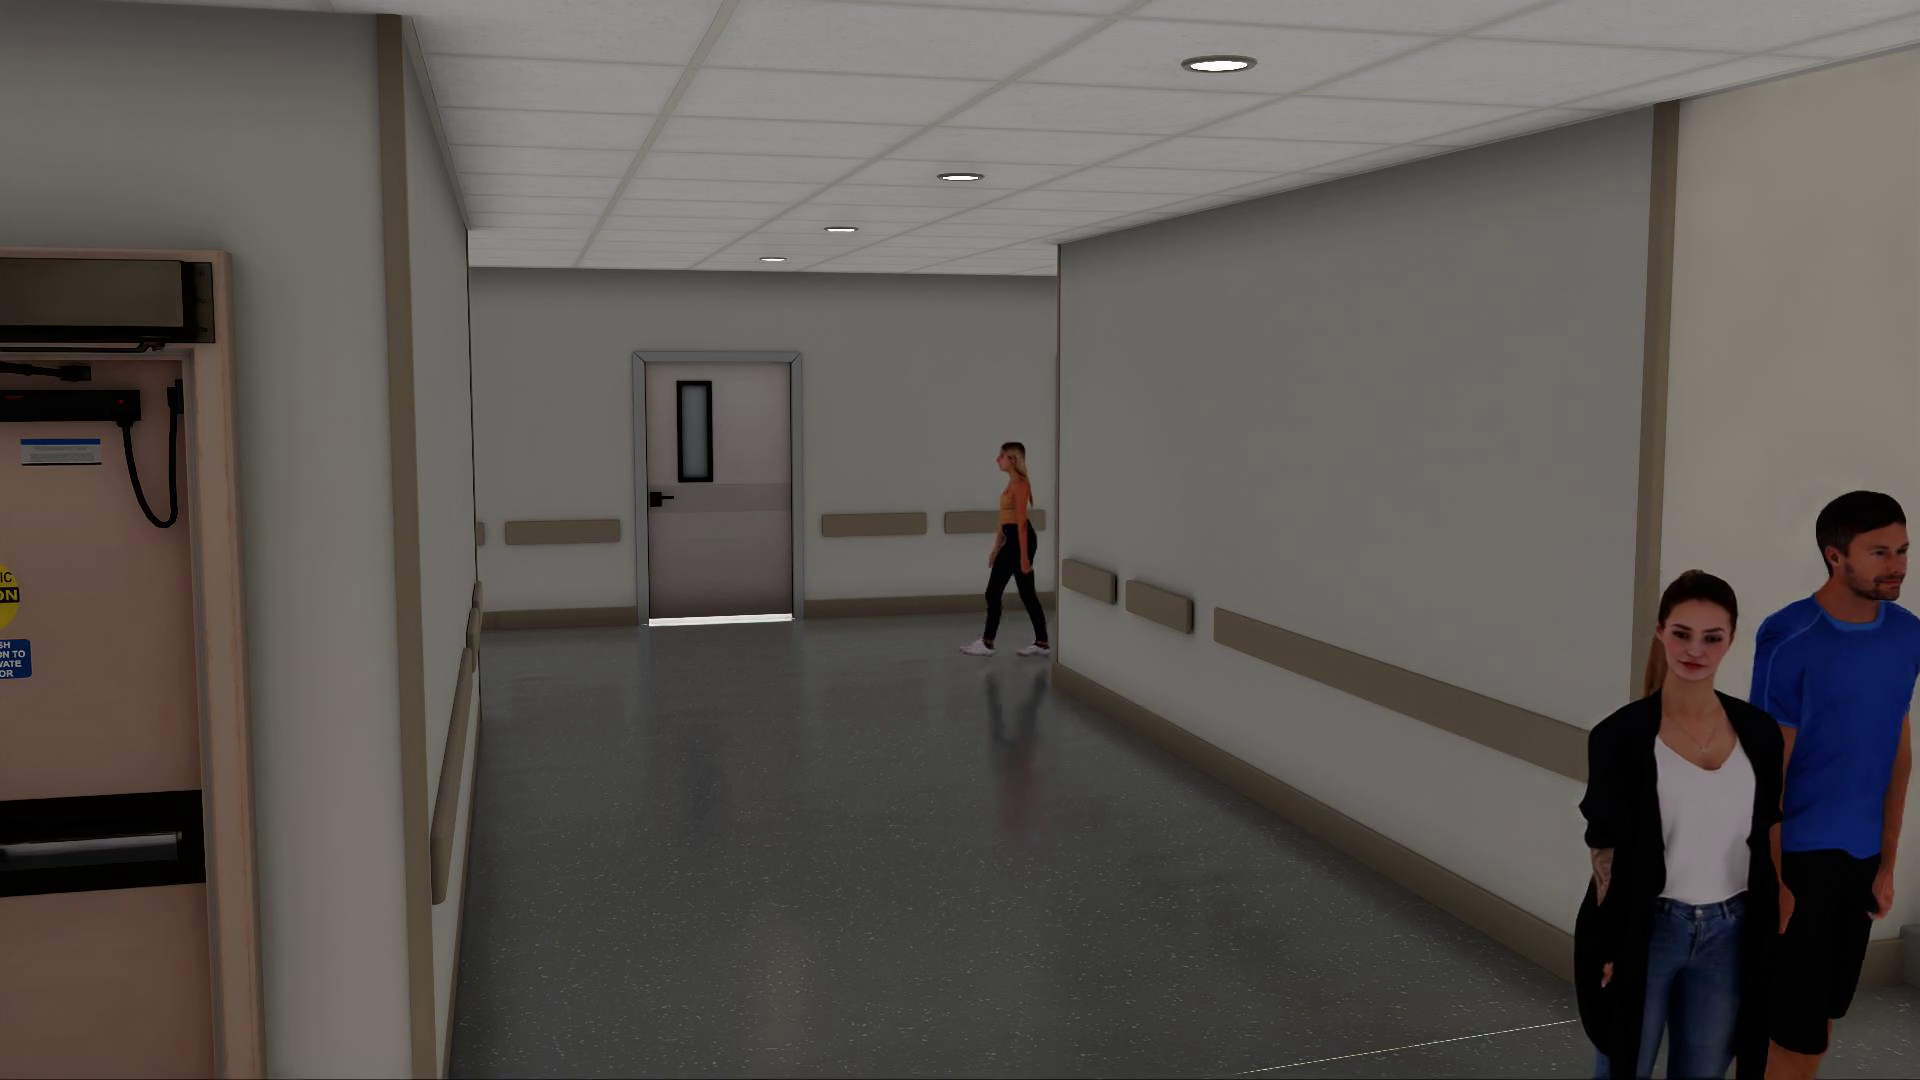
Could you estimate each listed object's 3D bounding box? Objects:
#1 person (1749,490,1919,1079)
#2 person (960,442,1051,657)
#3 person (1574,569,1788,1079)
[{"bbox_3d":[2.139,0.786,4.222,0.628,1.847,0.674,-2,6,-20],"label":"person"},{"bbox_3d":[0.515,0.090,12.362,0.962,1.602,0.726,0,6,2],"label":"person"},{"bbox_3d":[1.642,0.907,3.834,0.591,1.684,0.747,0,6,1],"label":"person"}]
